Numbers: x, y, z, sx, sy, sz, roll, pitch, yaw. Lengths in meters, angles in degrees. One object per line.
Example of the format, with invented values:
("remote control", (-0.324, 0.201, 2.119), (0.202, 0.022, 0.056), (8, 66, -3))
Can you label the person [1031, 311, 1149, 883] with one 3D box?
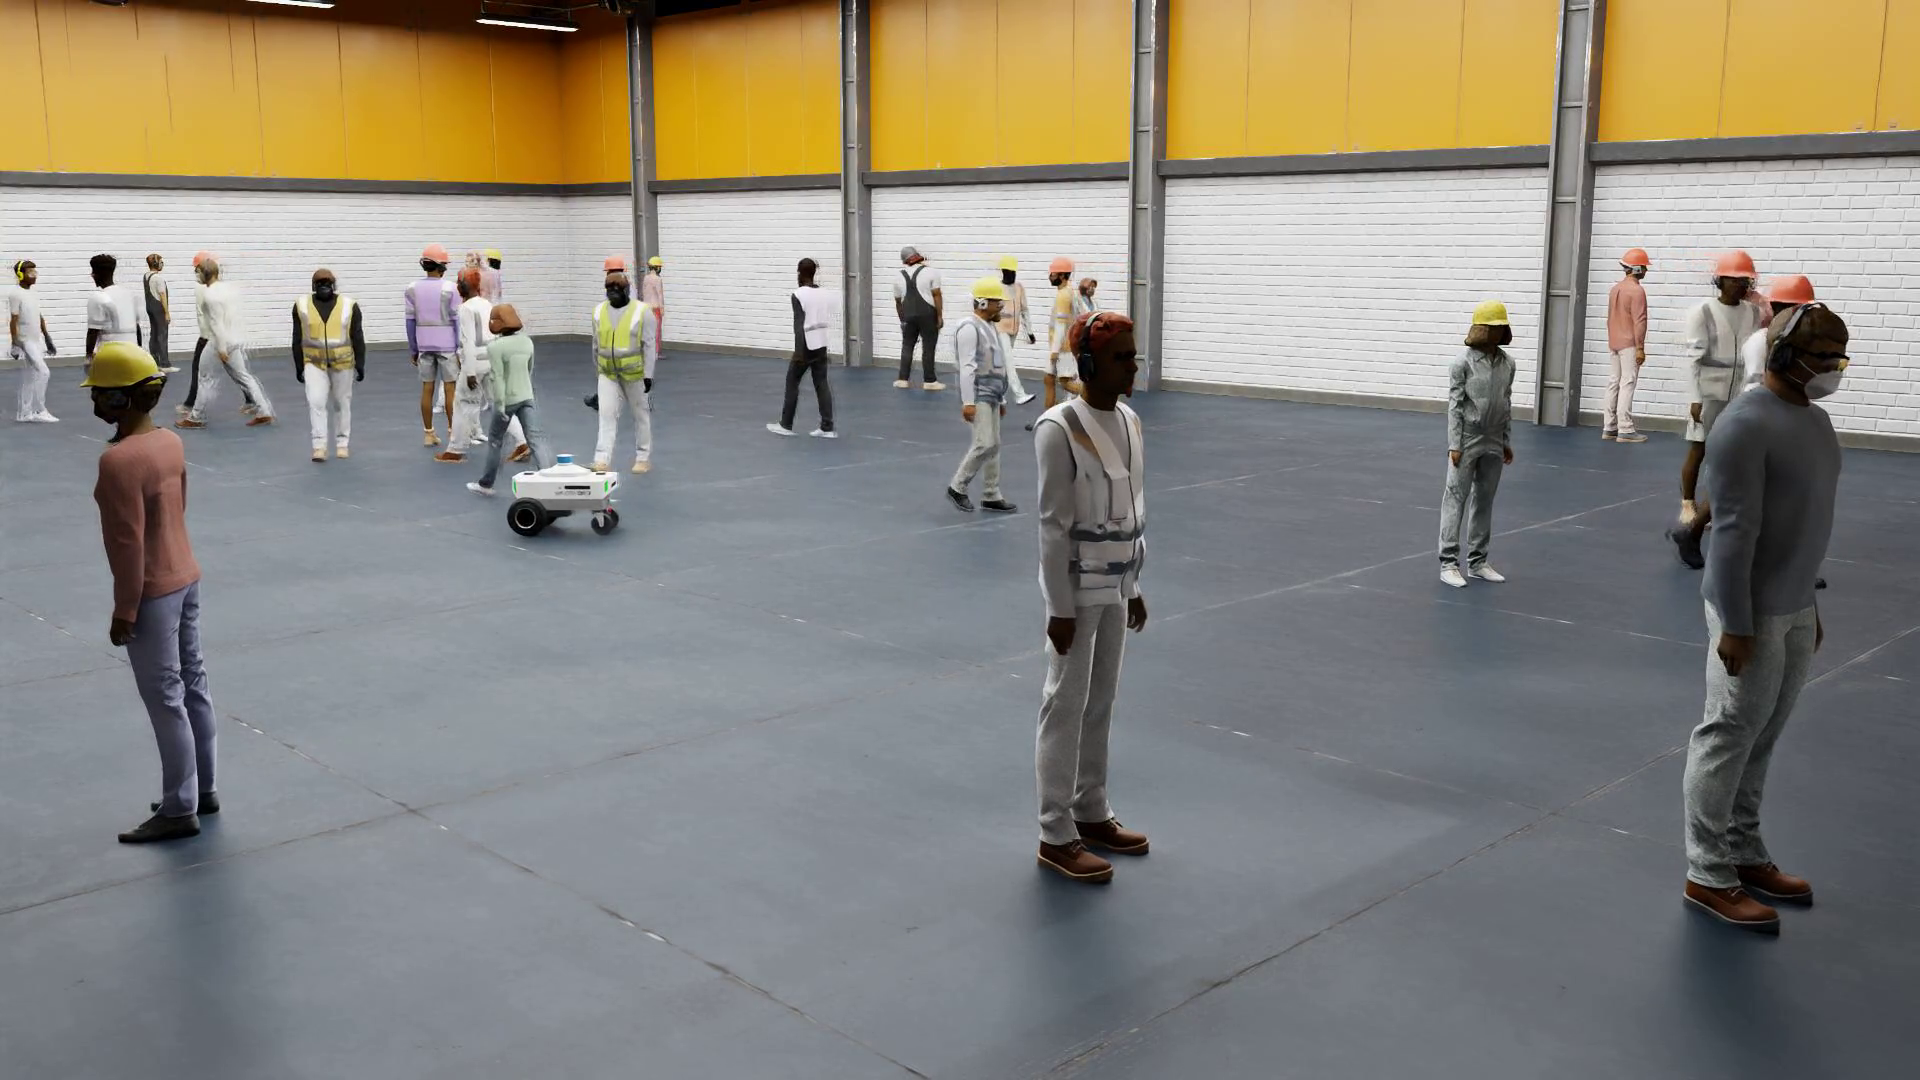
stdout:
("person", (0.450, 0.181, 5.591), (0.356, 1.883, 0.573), (7, 12, 33))

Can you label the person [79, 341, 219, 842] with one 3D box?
("person", (-2.874, 0.185, 5.884), (0.327, 1.769, 0.525), (-1, 10, -3))

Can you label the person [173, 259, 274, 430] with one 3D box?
("person", (-8.129, -2.146, 18.310), (1.032, 1.885, 0.638), (-1, 10, -4))

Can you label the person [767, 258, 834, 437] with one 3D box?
("person", (-1.692, -2.038, 17.689), (0.887, 1.879, 0.612), (7, 13, 35))

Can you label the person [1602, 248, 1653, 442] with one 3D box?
("person", (6.937, -2.016, 17.259), (0.379, 1.996, 0.609), (-1, 10, -7))

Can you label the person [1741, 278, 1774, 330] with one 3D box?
("person", (7.208, -1.610, 15.457), (0.653, 1.849, 1.011), (9, 14, 41))

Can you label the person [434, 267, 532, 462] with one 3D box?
("person", (-4.463, -1.628, 15.575), (0.971, 1.846, 0.591), (2, 11, 12))

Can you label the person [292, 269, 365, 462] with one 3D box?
("person", (-5.951, -1.638, 15.693), (0.654, 1.806, 0.865), (-3, 11, -17))

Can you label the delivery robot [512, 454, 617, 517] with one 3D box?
("delivery robot", (-2.840, -0.373, 11.979), (0.707, 0.478, 0.477), (0, 10, -1))

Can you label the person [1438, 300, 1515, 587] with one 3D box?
("person", (3.187, -0.589, 10.164), (0.484, 1.745, 0.307), (-5, 11, -23))

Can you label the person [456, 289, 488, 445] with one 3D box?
("person", (-4.999, -1.797, 17.058), (0.279, 1.633, 0.504), (2, 11, 12))

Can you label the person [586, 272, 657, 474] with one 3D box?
("person", (-2.993, -1.441, 14.647), (0.646, 1.795, 0.936), (2, 11, 12))

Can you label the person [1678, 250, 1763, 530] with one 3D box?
("person", (5.461, -1.037, 11.868), (0.624, 2.019, 0.752), (-2, 11, -9))

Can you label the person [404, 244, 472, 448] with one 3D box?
("person", (-5.247, -1.942, 16.726), (0.609, 2.043, 0.397), (2, 11, 9))

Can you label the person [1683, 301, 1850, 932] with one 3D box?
("person", (2.525, 0.228, 5.199), (0.627, 1.934, 0.371), (-10, 14, -42))

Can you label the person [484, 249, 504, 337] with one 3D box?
("person", (-7.756, -3.950, 28.063), (0.857, 1.892, 0.619), (-7, 13, -35))

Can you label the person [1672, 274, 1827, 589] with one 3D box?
("person", (4.944, -0.687, 10.279), (0.542, 1.911, 0.920), (-6, 12, -29))

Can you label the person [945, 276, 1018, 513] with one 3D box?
("person", (0.184, -1.094, 12.696), (0.430, 1.822, 0.636), (4, 11, 21))

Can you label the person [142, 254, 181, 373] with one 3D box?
("person", (-12.466, -3.521, 25.881), (0.508, 1.846, 0.345), (7, 12, 33))

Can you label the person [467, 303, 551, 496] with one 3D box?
("person", (-3.633, -1.116, 13.474), (0.871, 1.587, 0.503), (7, 13, 34))

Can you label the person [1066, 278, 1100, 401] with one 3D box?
("person", (1.511, -2.314, 19.863), (0.364, 1.626, 0.535), (9, 13, 39))

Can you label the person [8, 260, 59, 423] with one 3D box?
("person", (-10.505, -2.247, 18.953), (0.645, 1.846, 0.513), (-1, 10, -6))

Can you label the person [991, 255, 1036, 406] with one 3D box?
("person", (0.655, -2.612, 20.860), (0.998, 1.870, 0.594), (10, 14, 44))

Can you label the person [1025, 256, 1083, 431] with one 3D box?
("person", (1.169, -2.107, 17.998), (0.849, 1.917, 0.546), (0, 10, 1))

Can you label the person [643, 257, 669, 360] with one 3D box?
("person", (-5.246, -3.991, 28.663), (0.328, 1.765, 0.532), (-9, 14, -41))

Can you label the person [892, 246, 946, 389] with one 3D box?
("person", (-0.539, -3.124, 23.178), (0.775, 2.000, 0.534), (5, 12, 25))

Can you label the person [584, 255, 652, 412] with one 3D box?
("person", (-4.124, -2.477, 20.070), (1.006, 1.883, 0.549), (7, 12, 32))

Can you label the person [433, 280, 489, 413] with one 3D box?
("person", (-6.017, -2.335, 20.090), (0.849, 1.604, 0.522), (-3, 11, -15))

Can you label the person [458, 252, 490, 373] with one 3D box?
("person", (-7.398, -3.507, 25.722), (0.836, 1.881, 0.653), (-6, 12, -29))

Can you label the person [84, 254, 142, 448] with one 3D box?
("person", (-8.457, -1.856, 16.504), (0.616, 1.945, 0.645), (2, 11, 10))

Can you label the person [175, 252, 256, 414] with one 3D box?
("person", (-8.870, -2.456, 19.817), (1.044, 1.942, 0.645), (2, 11, 10))
